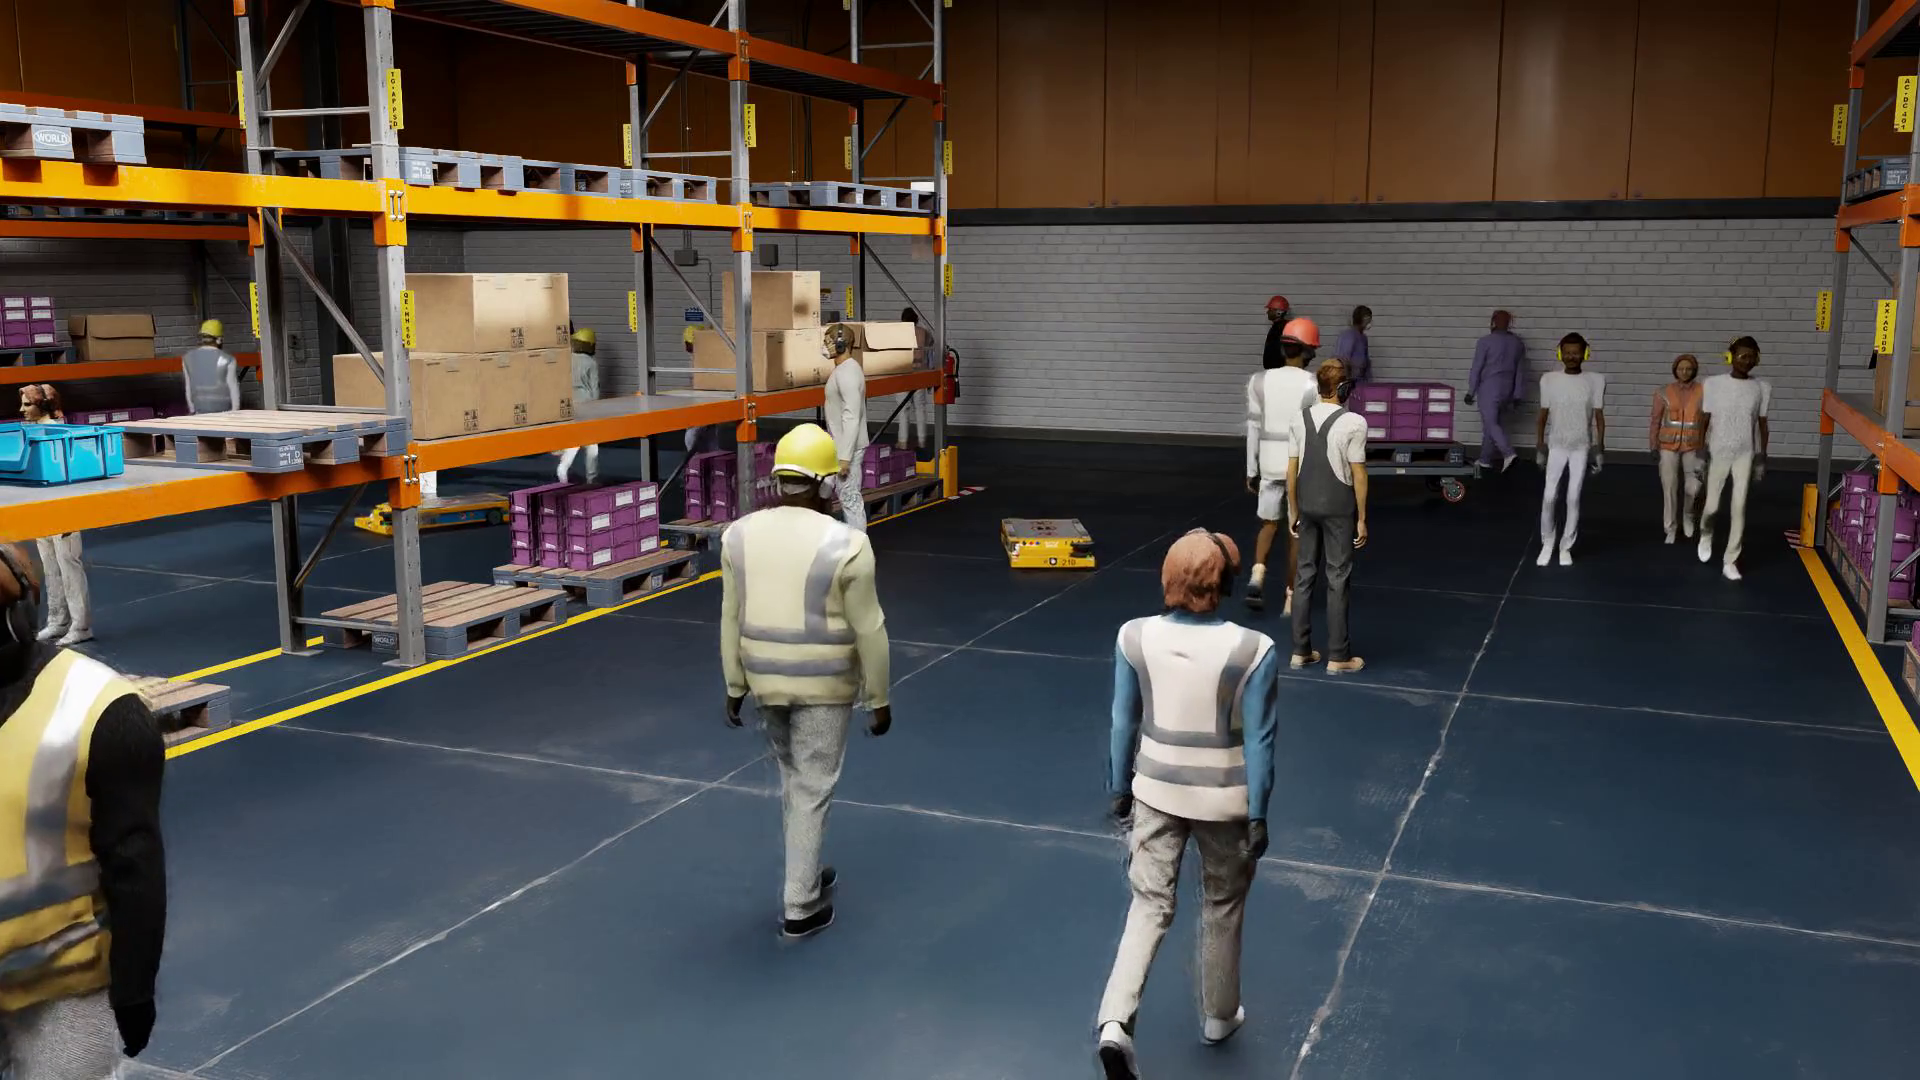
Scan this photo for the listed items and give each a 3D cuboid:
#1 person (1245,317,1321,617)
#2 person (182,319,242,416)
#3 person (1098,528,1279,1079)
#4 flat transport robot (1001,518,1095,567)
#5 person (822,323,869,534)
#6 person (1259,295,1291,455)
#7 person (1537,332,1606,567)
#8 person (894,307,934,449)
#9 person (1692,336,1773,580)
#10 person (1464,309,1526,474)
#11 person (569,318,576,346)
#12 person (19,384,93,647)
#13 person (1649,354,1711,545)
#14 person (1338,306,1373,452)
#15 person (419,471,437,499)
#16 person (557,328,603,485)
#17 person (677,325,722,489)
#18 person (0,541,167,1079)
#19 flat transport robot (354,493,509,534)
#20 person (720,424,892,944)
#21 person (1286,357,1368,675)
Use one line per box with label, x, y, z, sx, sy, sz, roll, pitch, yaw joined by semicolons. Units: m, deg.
person;2.186;-0.466;11.089;0.637;2.030;0.588;6;11;33
person;-7.801;-1.395;17.368;0.604;1.816;0.651;0;9;1
person;0.649;0.774;4.846;0.522;1.616;0.740;5;11;28
flat transport robot;0.698;0.009;13.534;0.652;0.197;1.431;0;10;-2
person;-0.875;-0.673;12.630;0.374;1.941;0.627;-1;9;-5
person;3.958;-2.046;20.769;0.369;1.996;0.622;5;11;28
person;4.791;-0.694;13.039;0.514;1.851;0.588;3;10;18
person;-0.651;-2.098;21.561;0.633;1.841;0.429;-4;10;-22
person;5.879;-0.642;12.716;0.540;1.849;0.582;2;10;15
person;6.192;-1.713;19.142;0.645;1.874;0.882;-5;10;-26
person;-5.618;-2.370;23.836;0.499;1.633;0.286;-5;11;-30
person;-5.671;-0.156;10.399;0.522;1.638;0.310;7;12;37
person;6.135;-0.770;14.137;0.538;1.624;0.391;5;11;27
person;4.684;-1.759;19.326;0.918;1.897;0.654;4;10;23
person;-5.436;-1.304;16.609;0.355;1.887;0.573;-7;12;-36
person;-4.012;-1.364;17.479;0.502;1.711;0.571;4;10;22
person;-2.795;-1.396;17.607;0.670;1.727;0.593;-2;10;-14
person;-1.963;0.894;3.447;0.651;1.832;0.448;0;9;0
flat transport robot;-4.681;-0.252;15.120;1.431;0.197;0.652;-9;13;-43
person;-0.489;0.488;5.958;0.620;1.813;0.674;5;11;28
person;2.138;-0.140;9.680;0.509;1.844;0.329;9;13;42
